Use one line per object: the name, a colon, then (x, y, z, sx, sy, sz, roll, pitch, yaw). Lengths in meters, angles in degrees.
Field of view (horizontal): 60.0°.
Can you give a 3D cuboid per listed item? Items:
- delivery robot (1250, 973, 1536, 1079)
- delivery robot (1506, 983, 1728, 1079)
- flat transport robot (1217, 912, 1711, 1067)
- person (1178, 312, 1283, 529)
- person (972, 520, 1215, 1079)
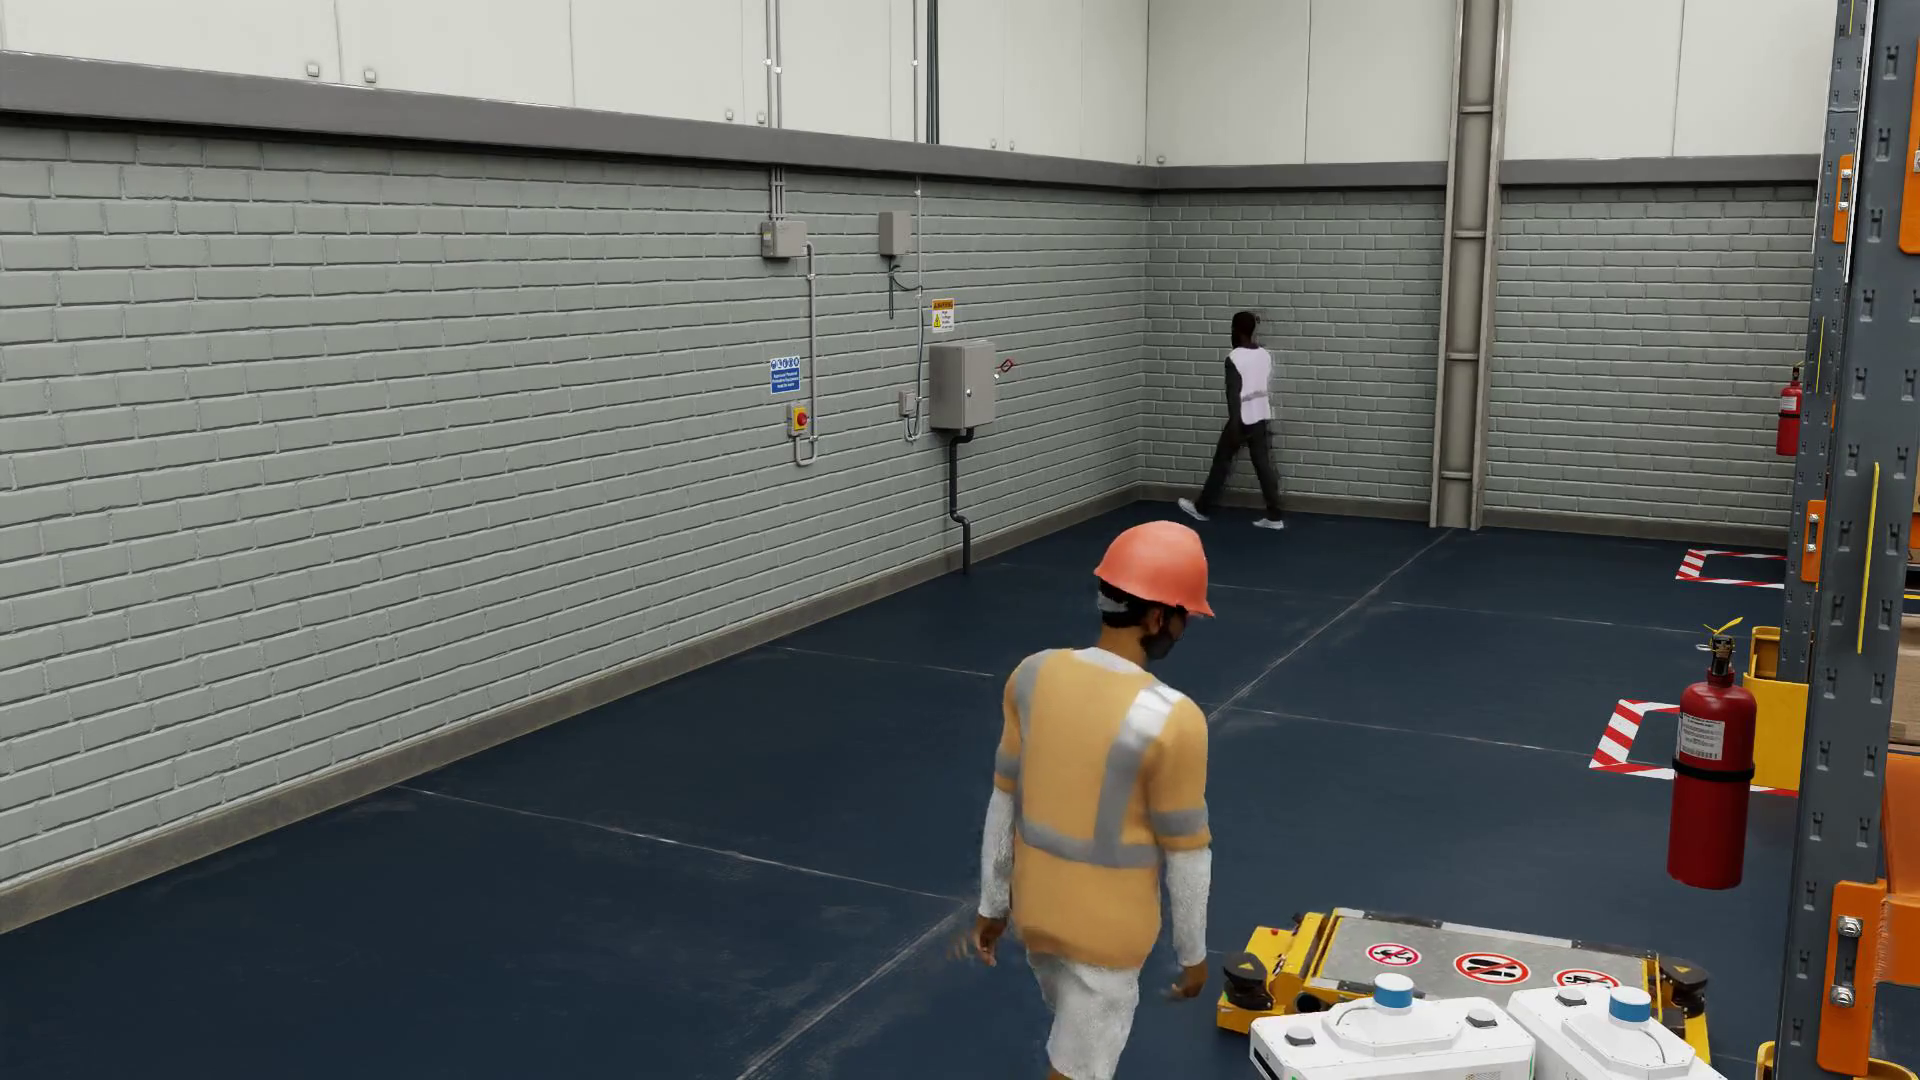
delivery robot: (1.141, 1.397, 4.423, 0.707, 0.478, 0.477, -2, 10, -11)
delivery robot: (1.736, 1.412, 4.344, 0.477, 0.478, 0.707, -2, 11, -12)
flat transport robot: (1.589, 1.433, 5.259, 1.431, 0.197, 0.652, 4, 11, 21)
person: (2.415, -1.045, 14.447, 0.600, 1.853, 1.038, -9, 14, -40)
person: (0.357, 0.878, 3.950, 0.948, 1.866, 0.608, -10, 14, -42)
